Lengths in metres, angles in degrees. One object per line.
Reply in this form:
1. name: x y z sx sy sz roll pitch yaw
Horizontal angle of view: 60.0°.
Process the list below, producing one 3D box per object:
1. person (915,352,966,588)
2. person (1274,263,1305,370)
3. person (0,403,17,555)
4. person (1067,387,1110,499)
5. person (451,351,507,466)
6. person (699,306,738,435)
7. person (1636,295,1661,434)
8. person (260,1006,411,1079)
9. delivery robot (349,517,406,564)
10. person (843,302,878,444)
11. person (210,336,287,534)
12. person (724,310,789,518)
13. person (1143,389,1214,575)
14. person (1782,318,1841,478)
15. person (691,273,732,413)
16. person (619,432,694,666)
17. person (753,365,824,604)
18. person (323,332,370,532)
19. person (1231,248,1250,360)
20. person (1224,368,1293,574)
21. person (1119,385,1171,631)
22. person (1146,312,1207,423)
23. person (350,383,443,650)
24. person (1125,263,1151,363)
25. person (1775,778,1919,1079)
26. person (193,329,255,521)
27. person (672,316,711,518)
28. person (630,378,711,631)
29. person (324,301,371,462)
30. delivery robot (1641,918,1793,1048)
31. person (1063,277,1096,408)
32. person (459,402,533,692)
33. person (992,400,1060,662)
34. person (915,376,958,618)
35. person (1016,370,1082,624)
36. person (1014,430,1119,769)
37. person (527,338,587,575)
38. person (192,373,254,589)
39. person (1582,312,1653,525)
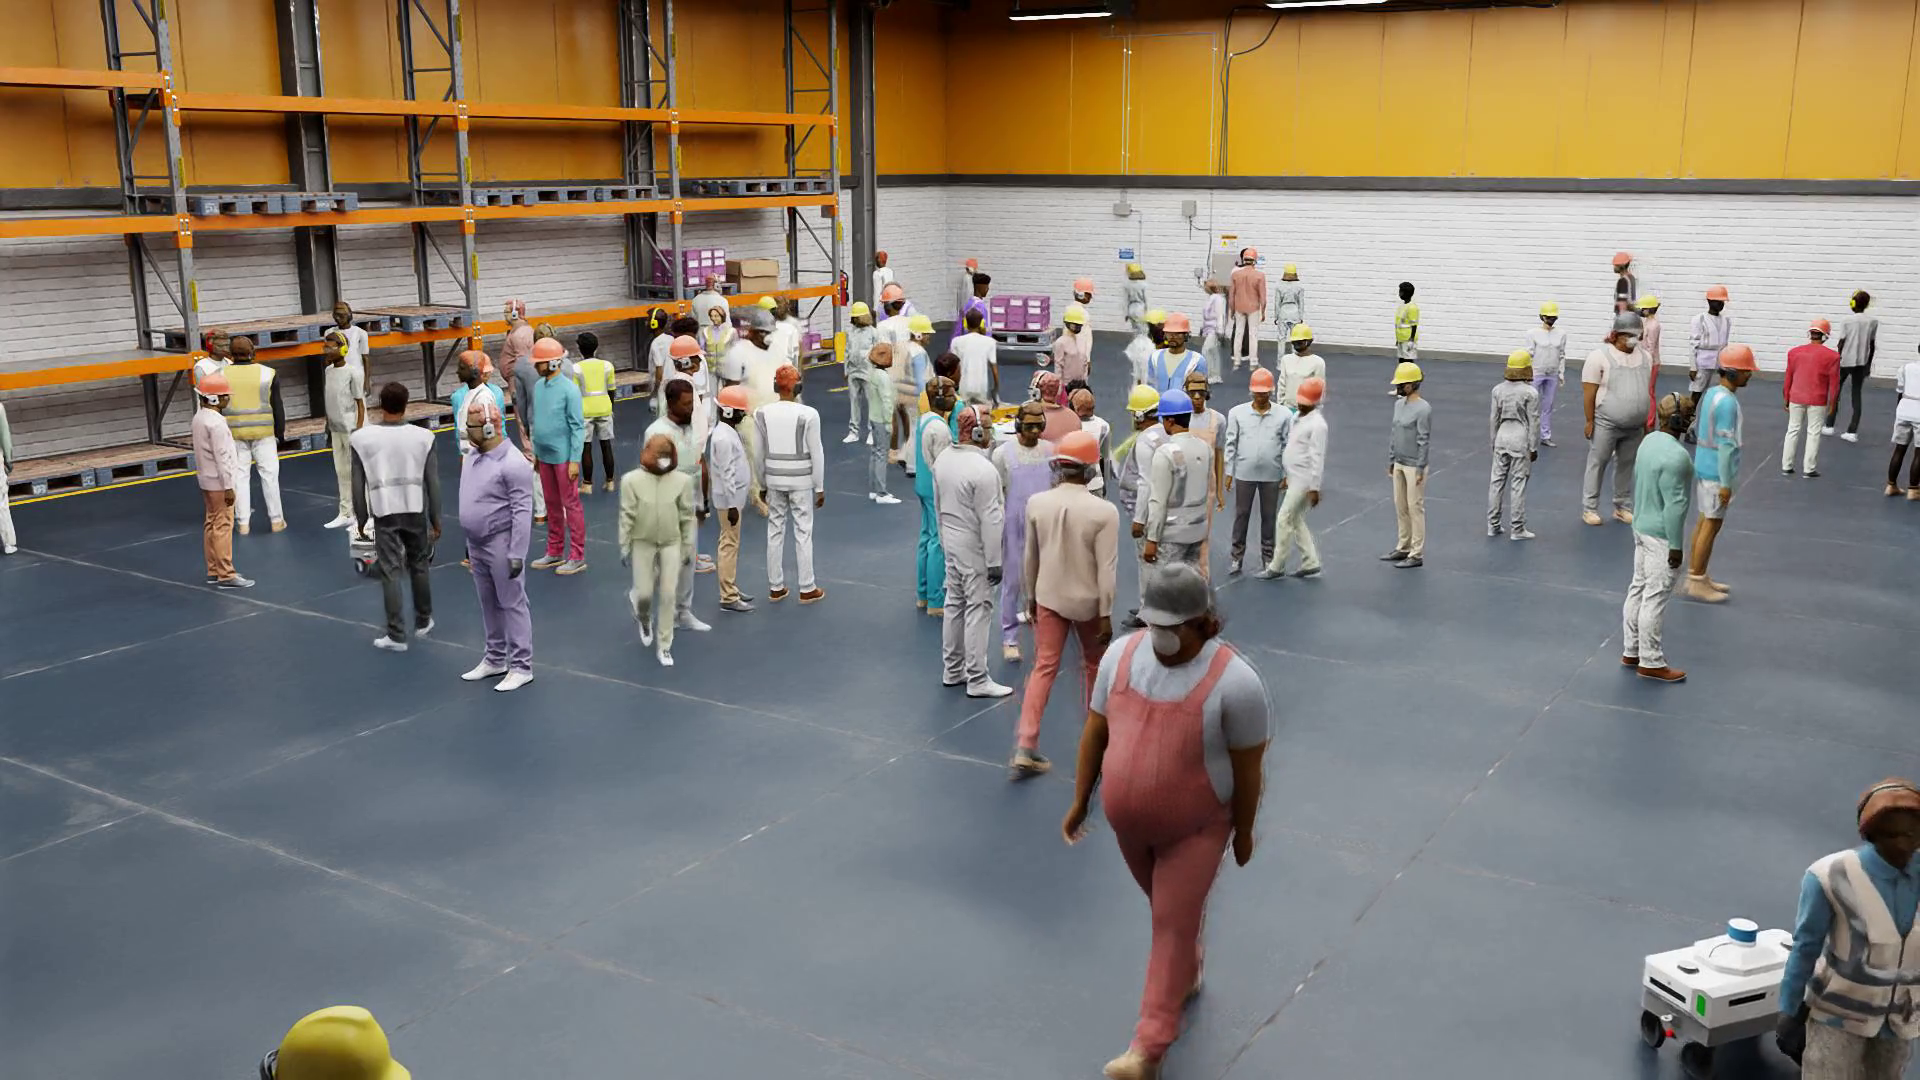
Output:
1. person: -0.149 -0.571 13.550 0.393 1.919 0.590 -9 16 -33
2. person: 5.411 -3.667 27.362 0.484 1.745 0.296 3 13 11
3. person: -8.545 -0.650 14.506 0.522 1.640 0.306 -10 16 -37
4. person: 0.983 -0.417 13.493 0.514 1.641 0.307 -6 14 -23
5. person: -4.309 -0.836 15.059 0.329 1.751 0.566 8 15 31
6. person: -3.019 -2.121 20.886 0.523 1.638 0.310 2 13 7
7. person: 8.689 -2.223 21.078 0.346 1.758 0.520 3 13 13
8. person: -1.303 1.815 3.559 0.339 1.761 0.524 -1 13 -3
9. delivery robot: -4.846 -0.045 14.052 0.477 0.478 0.707 3 13 11
10. person: -1.207 -2.038 20.312 0.483 1.736 0.311 6 14 24
11. person: -6.608 -0.975 15.472 0.634 1.841 0.429 -5 14 -20
12. person: -1.874 -1.259 16.268 0.707 2.000 0.892 -12 17 -41
13. person: 1.466 -0.054 11.285 0.420 1.933 0.618 11 17 40
14. person: 9.313 -1.554 18.207 0.354 1.740 0.569 -13 18 -43
15. person: -3.359 -2.694 22.787 0.652 1.906 0.402 8 15 32
16. person: -2.107 0.044 11.525 0.525 1.617 0.467 -5 14 -20
17. person: -1.327 -0.431 13.019 0.574 1.884 0.356 4 14 16
18. person: -5.777 -1.012 15.572 0.514 1.872 0.328 8 15 31
19. person: 4.891 -4.062 28.692 0.392 1.920 0.593 -8 15 -31
20. person: 2.493 -0.568 13.901 0.572 1.747 0.344 2 13 8
21. person: 1.376 -0.236 12.298 0.404 1.827 0.590 5 14 21
22. person: 2.008 -1.119 15.647 0.605 2.048 0.365 7 15 29
23. person: -4.037 -0.172 11.963 0.600 1.876 0.685 -6 14 -23
24. person: 2.980 -3.819 28.080 0.510 1.707 0.539 12 18 43
25. person: 2.863 1.494 5.288 0.556 1.611 0.499 -1 13 -2
26. person: -7.157 -1.118 16.103 0.390 1.837 0.564 1 13 5
27. person: -2.604 -1.192 16.141 0.367 1.966 0.605 -3 13 -13
28. person: -2.128 -0.250 12.212 0.496 1.898 0.622 5 14 21
29. person: -7.029 -1.813 19.097 0.514 1.845 0.338 0 13 -1
30. delivery robot: 3.009 1.709 6.442 0.707 0.478 0.477 -5 14 -21
31. person: 1.488 -2.272 20.760 0.395 1.993 0.614 -4 14 -18
32. person: -3.072 0.040 10.932 0.638 1.907 0.406 12 17 41
33. person: 0.468 -0.059 11.521 0.504 1.838 0.356 -4 14 -17
34. person: -0.170 -0.330 12.667 0.328 1.844 0.514 -4 14 -17
35. person: 0.620 -0.319 12.484 0.410 1.909 0.643 11 17 40
36. person: 0.610 0.341 9.531 0.628 1.954 1.003 8 15 30
37. person: -3.396 -0.706 13.983 0.612 1.988 0.386 11 17 39
38. person: -6.016 -0.487 13.550 0.343 1.749 0.572 -10 17 -38
39. person: 6.279 -1.153 15.807 0.689 2.000 0.538 -2 13 -10
